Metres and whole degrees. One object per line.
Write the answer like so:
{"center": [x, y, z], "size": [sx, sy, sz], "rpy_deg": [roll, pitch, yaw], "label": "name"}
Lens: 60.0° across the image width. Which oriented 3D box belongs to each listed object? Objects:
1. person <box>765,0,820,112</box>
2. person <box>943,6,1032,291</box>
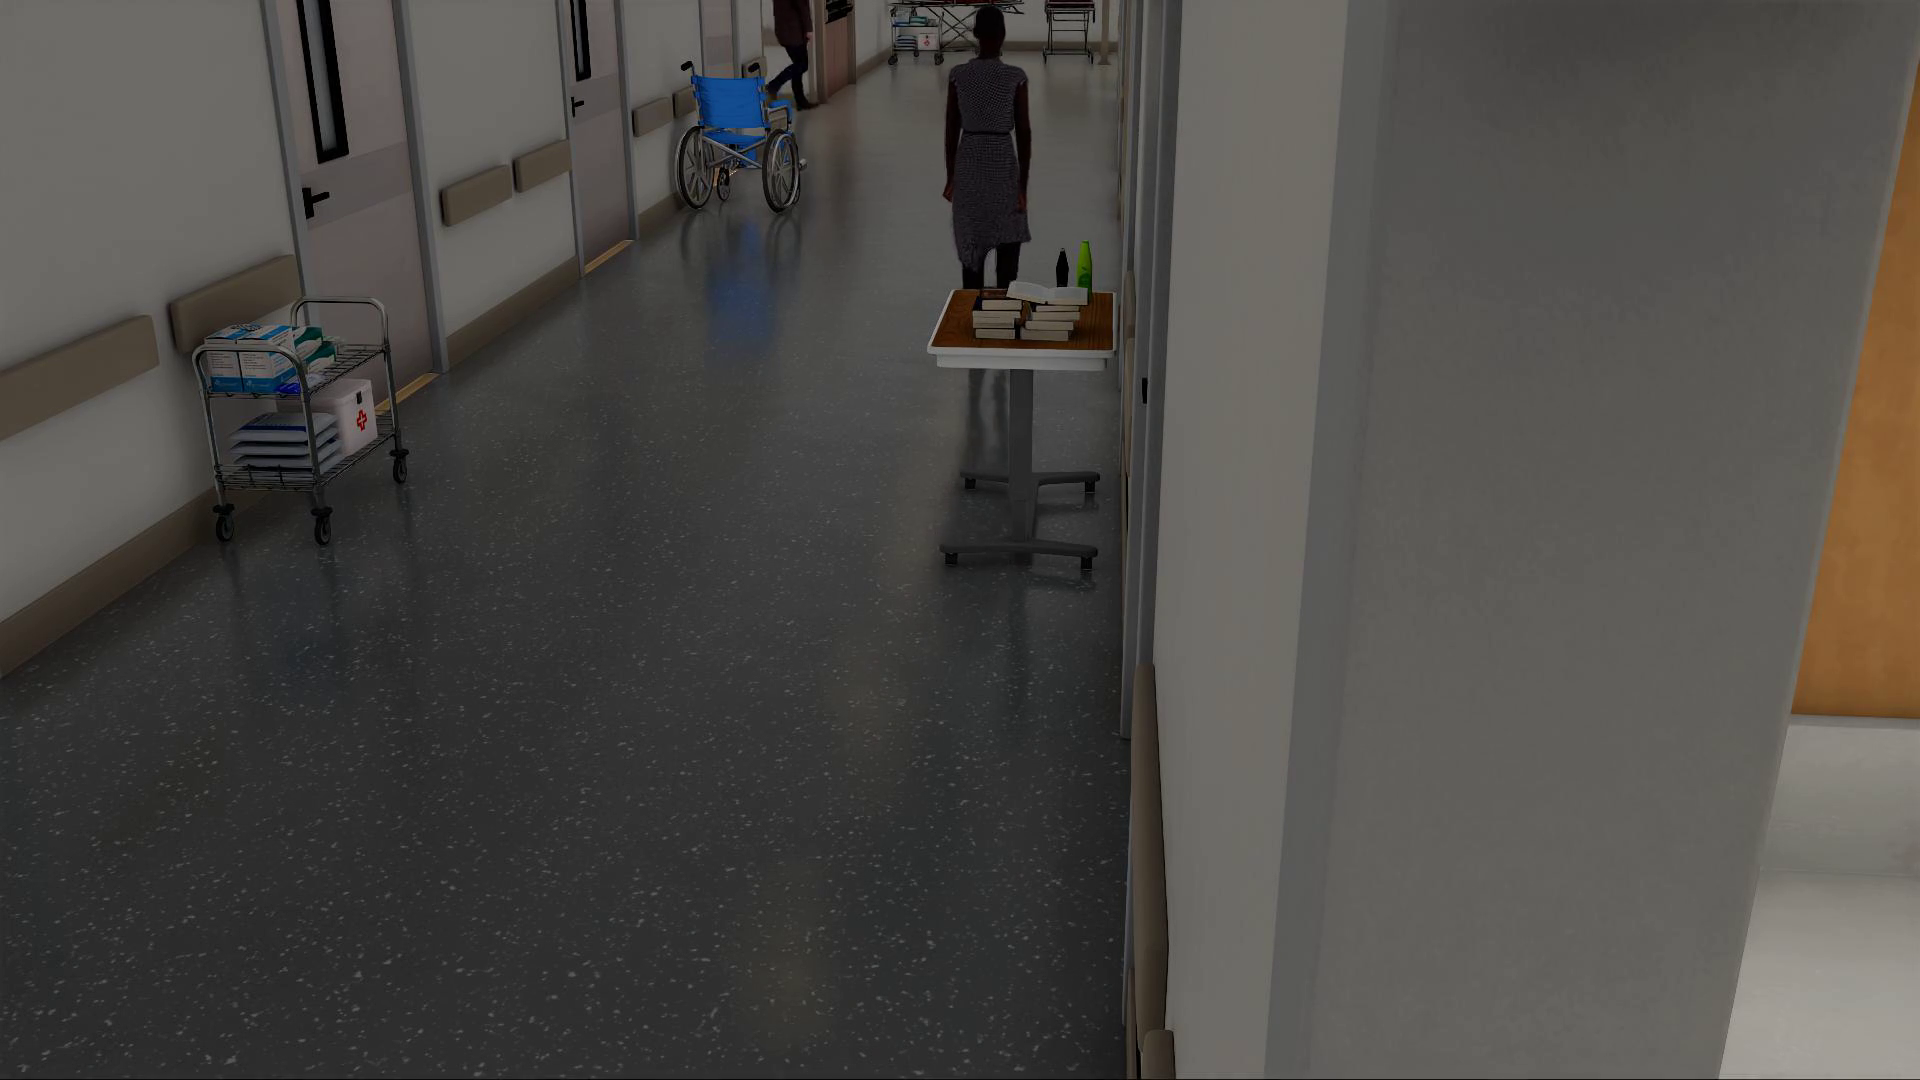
{"center": [-2.003, -5.855, 19.178], "size": [1.136, 1.816, 1.097], "rpy_deg": [-13, 24, -30], "label": "person"}
{"center": [0.116, -1.755, 8.414], "size": [0.650, 1.774, 0.697], "rpy_deg": [3, 21, 8], "label": "person"}
